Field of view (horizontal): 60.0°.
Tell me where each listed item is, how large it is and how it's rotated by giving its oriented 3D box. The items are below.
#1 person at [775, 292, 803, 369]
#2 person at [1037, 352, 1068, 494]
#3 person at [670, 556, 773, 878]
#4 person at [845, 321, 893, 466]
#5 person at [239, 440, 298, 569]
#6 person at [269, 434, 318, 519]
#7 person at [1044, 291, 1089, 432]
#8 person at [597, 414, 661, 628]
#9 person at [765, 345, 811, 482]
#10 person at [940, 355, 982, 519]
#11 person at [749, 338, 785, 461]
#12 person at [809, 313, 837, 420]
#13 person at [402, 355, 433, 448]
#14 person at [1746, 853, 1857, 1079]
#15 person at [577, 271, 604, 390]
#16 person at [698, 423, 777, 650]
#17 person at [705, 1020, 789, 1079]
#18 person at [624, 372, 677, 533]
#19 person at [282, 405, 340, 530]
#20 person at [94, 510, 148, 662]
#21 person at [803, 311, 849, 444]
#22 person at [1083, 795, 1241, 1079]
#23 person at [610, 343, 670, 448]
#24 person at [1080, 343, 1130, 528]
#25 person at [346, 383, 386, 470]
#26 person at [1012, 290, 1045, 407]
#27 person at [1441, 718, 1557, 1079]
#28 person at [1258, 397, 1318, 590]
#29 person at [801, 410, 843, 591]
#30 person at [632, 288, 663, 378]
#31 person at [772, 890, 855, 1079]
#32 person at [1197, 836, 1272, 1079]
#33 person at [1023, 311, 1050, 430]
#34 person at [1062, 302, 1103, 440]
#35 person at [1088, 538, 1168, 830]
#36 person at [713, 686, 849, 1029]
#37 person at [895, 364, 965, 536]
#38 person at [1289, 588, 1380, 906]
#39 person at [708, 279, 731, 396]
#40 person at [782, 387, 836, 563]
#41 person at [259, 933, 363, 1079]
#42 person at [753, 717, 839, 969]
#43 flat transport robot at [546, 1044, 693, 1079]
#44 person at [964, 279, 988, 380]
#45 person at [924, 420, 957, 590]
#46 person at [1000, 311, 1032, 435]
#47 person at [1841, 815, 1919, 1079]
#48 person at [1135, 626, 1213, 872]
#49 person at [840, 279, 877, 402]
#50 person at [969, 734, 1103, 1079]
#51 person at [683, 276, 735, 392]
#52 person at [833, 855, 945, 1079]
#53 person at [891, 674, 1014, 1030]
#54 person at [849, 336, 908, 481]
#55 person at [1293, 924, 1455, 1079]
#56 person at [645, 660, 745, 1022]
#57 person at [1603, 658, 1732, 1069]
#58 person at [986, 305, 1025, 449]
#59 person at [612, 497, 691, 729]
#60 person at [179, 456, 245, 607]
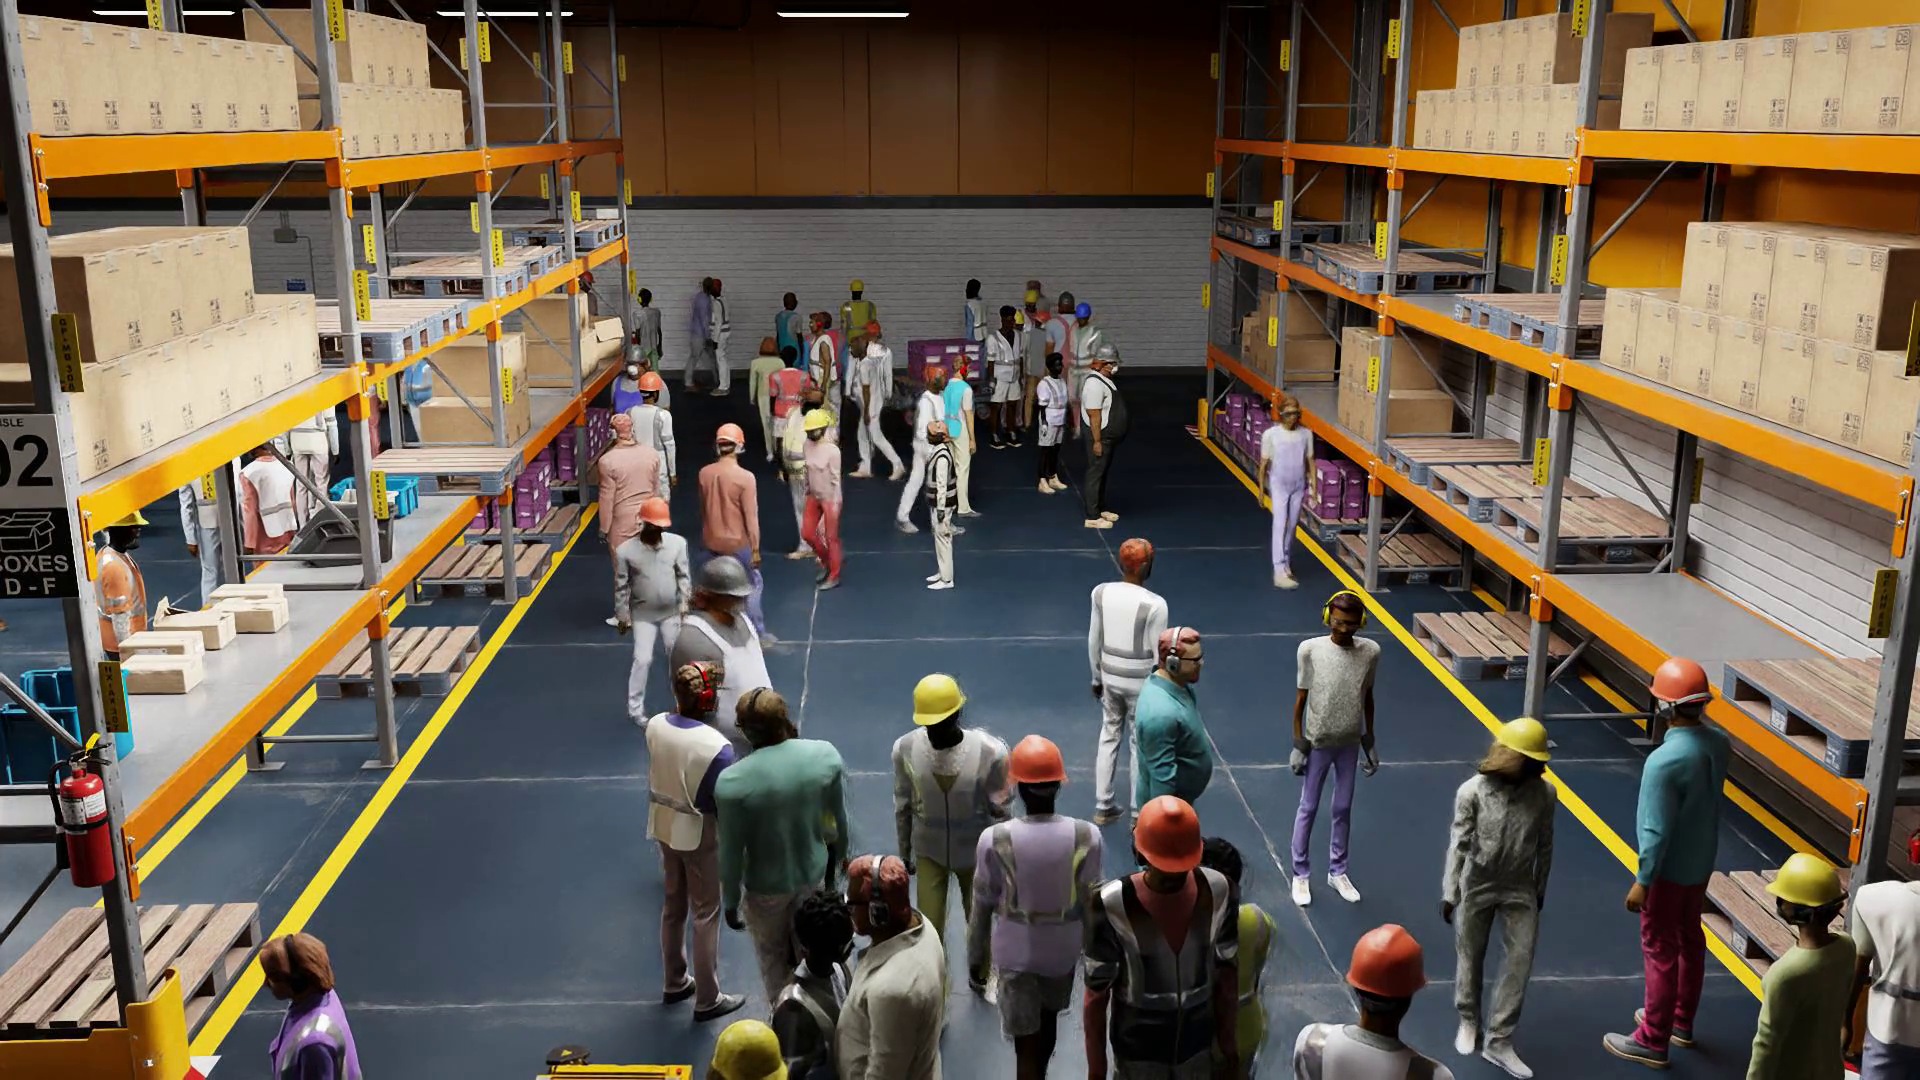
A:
[{"bbox_3d":[-2.582,-2.838,25.282,0.502,1.838,0.339,9,17,32],"label":"person"},{"bbox_3d":[1.120,-1.408,19.931,0.316,1.695,0.542,10,17,33],"label":"person"},{"bbox_3d":[-1.353,1.051,9.591,0.605,2.000,0.702,5,15,19],"label":"person"},{"bbox_3d":[-1.149,-1.918,21.629,0.593,1.842,0.849,5,15,18],"label":"person"},{"bbox_3d":[-5.864,-0.050,14.187,0.401,1.908,0.597,4,15,15],"label":"person"},{"bbox_3d":[-7.240,-1.025,18.072,0.576,1.880,0.350,-6,15,-22],"label":"person"},{"bbox_3d":[1.483,-2.499,23.530,0.688,2.000,0.536,-5,15,-18],"label":"person"},{"bbox_3d":[-2.937,-0.173,14.679,0.407,1.902,0.639,12,19,40],"label":"person"},{"bbox_3d":[-2.098,-1.548,20.485,0.591,1.693,0.324,-4,15,-16],"label":"person"},{"bbox_3d":[-0.026,-1.158,18.664,0.390,1.840,0.563,-10,17,-34],"label":"person"},{"bbox_3d":[-2.524,-1.870,21.964,0.506,1.580,0.895,-4,15,-16],"label":"person"},{"bbox_3d":[-1.865,-2.166,22.610,0.373,1.843,0.571,-3,15,-13],"label":"person"},{"bbox_3d":[-6.810,-1.741,21.069,0.666,1.802,0.644,8,16,28],"label":"person"},{"bbox_3d":[3.152,2.027,6.322,0.525,1.761,0.340,-10,17,-33],"label":"person"},{"bbox_3d":[-6.108,-3.405,27.202,0.407,1.986,0.612,9,17,31],"label":"person"},{"bbox_3d":[-1.860,0.000,13.891,0.673,1.947,0.825,10,17,33],"label":"person"},{"bbox_3d":[-0.655,2.306,5.277,0.485,1.737,0.320,-14,20,-43],"label":"person"},{"bbox_3d":[-3.103,-0.734,16.809,0.551,1.935,0.371,5,15,19],"label":"person"},{"bbox_3d":[-6.970,-0.995,17.888,0.590,1.913,0.399,-1,14,-4],"label":"person"},{"bbox_3d":[-5.669,0.665,11.355,0.399,1.919,0.589,-7,16,-24],"label":"person"},{"bbox_3d":[-1.844,-2.212,22.826,0.636,1.836,0.431,-5,15,-18],"label":"person"},{"bbox_3d":[0.769,1.904,6.283,0.612,2.029,0.409,-4,15,-14],"label":"person"},{"bbox_3d":[-3.525,-1.125,18.134,0.683,2.000,0.538,3,15,13],"label":"person"},{"bbox_3d":[1.592,-1.160,18.271,0.535,2.000,0.679,3,15,13],"label":"person"},{"bbox_3d":[-7.566,-1.869,21.174,0.618,1.986,0.408,4,15,14],"label":"person"},{"bbox_3d":[1.091,-2.961,25.763,0.591,1.829,0.404,-5,15,-17],"label":"person"},{"bbox_3d":[2.525,1.661,7.841,0.560,1.724,0.478,0,14,1],"label":"person"},{"bbox_3d":[3.169,-0.470,16.021,0.529,1.814,0.751,-3,15,-12],"label":"person"},{"bbox_3d":[-1.320,-0.378,15.780,0.558,1.749,0.387,12,19,40],"label":"person"},{"bbox_3d":[-4.806,-2.933,25.575,0.533,1.868,0.310,-13,20,-42],"label":"person"},{"bbox_3d":[-0.528,2.089,6.218,0.321,1.692,0.536,5,15,18],"label":"person"},{"bbox_3d":[1.014,1.987,6.633,0.543,1.683,0.371,-9,17,-33],"label":"person"},{"bbox_3d":[1.104,-2.447,23.987,0.551,1.726,0.437,2,14,7],"label":"person"},{"bbox_3d":[1.714,-2.378,23.287,0.620,1.922,0.584,7,16,24],"label":"person"},{"bbox_3d":[1.075,0.906,10.479,0.584,1.884,0.344,12,19,40],"label":"person"},{"bbox_3d":[-0.806,1.577,7.769,0.712,1.912,0.589,-8,16,-28],"label":"person"},{"bbox_3d":[-0.372,-0.962,17.886,0.804,1.838,0.693,7,16,25],"label":"person"},{"bbox_3d":[2.135,1.173,9.471,0.518,1.865,0.326,-2,14,-8],"label":"person"},{"bbox_3d":[-3.896,-3.282,26.913,0.356,1.885,0.573,1,14,5],"label":"person"},{"bbox_3d":[-1.541,-0.661,16.810,0.669,1.812,0.438,14,20,43],"label":"person"},{"bbox_3d":[-2.299,2.171,6.016,0.316,1.632,0.522,-6,15,-22],"label":"person"},{"bbox_3d":[-0.779,1.646,7.998,0.562,1.676,0.333,13,19,40],"label":"person"},{"bbox_3d":[-1.578,2.601,7.038,0.652,0.197,1.431,0,14,1],"label":"flat transport robot"},{"bbox_3d":[0.245,-3.181,26.449,0.378,1.917,0.598,7,16,27],"label":"person"},{"bbox_3d":[-0.185,-0.337,15.870,0.314,1.632,0.522,0,14,-2],"label":"person"},{"bbox_3d":[0.800,-2.368,23.588,0.530,1.760,0.363,-9,17,-32],"label":"person"},{"bbox_3d":[3.735,1.947,6.490,0.564,1.836,0.388,8,16,28],"label":"person"},{"bbox_3d":[1.102,1.363,8.635,0.401,1.907,0.648,2,14,9],"label":"person"},{"bbox_3d":[-1.610,-3.154,26.323,0.587,1.930,0.361,-5,15,-19],"label":"person"},{"bbox_3d":[0.323,1.755,7.181,0.562,1.873,1.045,-2,14,-7],"label":"person"},{"bbox_3d":[-4.124,-3.357,27.190,0.923,1.885,0.640,0,14,-1],"label":"person"},{"bbox_3d":[-0.259,2.032,6.041,0.399,1.897,0.652,1,14,5],"label":"person"},{"bbox_3d":[-0.024,1.503,8.169,0.602,1.888,0.715,2,14,9],"label":"person"},{"bbox_3d":[-1.014,-1.631,20.621,0.772,1.805,0.553,1,14,2],"label":"person"},{"bbox_3d":[1.339,2.166,5.434,0.544,1.930,0.386,11,18,37],"label":"person"},{"bbox_3d":[-1.332,1.496,8.265,0.560,1.837,0.389,11,18,37],"label":"person"},{"bbox_3d":[3.349,1.519,7.854,0.613,1.991,0.392,-11,18,-37],"label":"person"},{"bbox_3d":[0.625,-2.216,22.594,0.599,1.958,0.376,-11,18,-36],"label":"person"},{"bbox_3d":[-2.260,0.529,12.262,0.560,1.734,0.394,-8,17,-30],"label":"person"},{"bbox_3d":[-6.426,-0.095,14.366,0.398,1.909,0.599,9,17,31],"label":"person"}]
